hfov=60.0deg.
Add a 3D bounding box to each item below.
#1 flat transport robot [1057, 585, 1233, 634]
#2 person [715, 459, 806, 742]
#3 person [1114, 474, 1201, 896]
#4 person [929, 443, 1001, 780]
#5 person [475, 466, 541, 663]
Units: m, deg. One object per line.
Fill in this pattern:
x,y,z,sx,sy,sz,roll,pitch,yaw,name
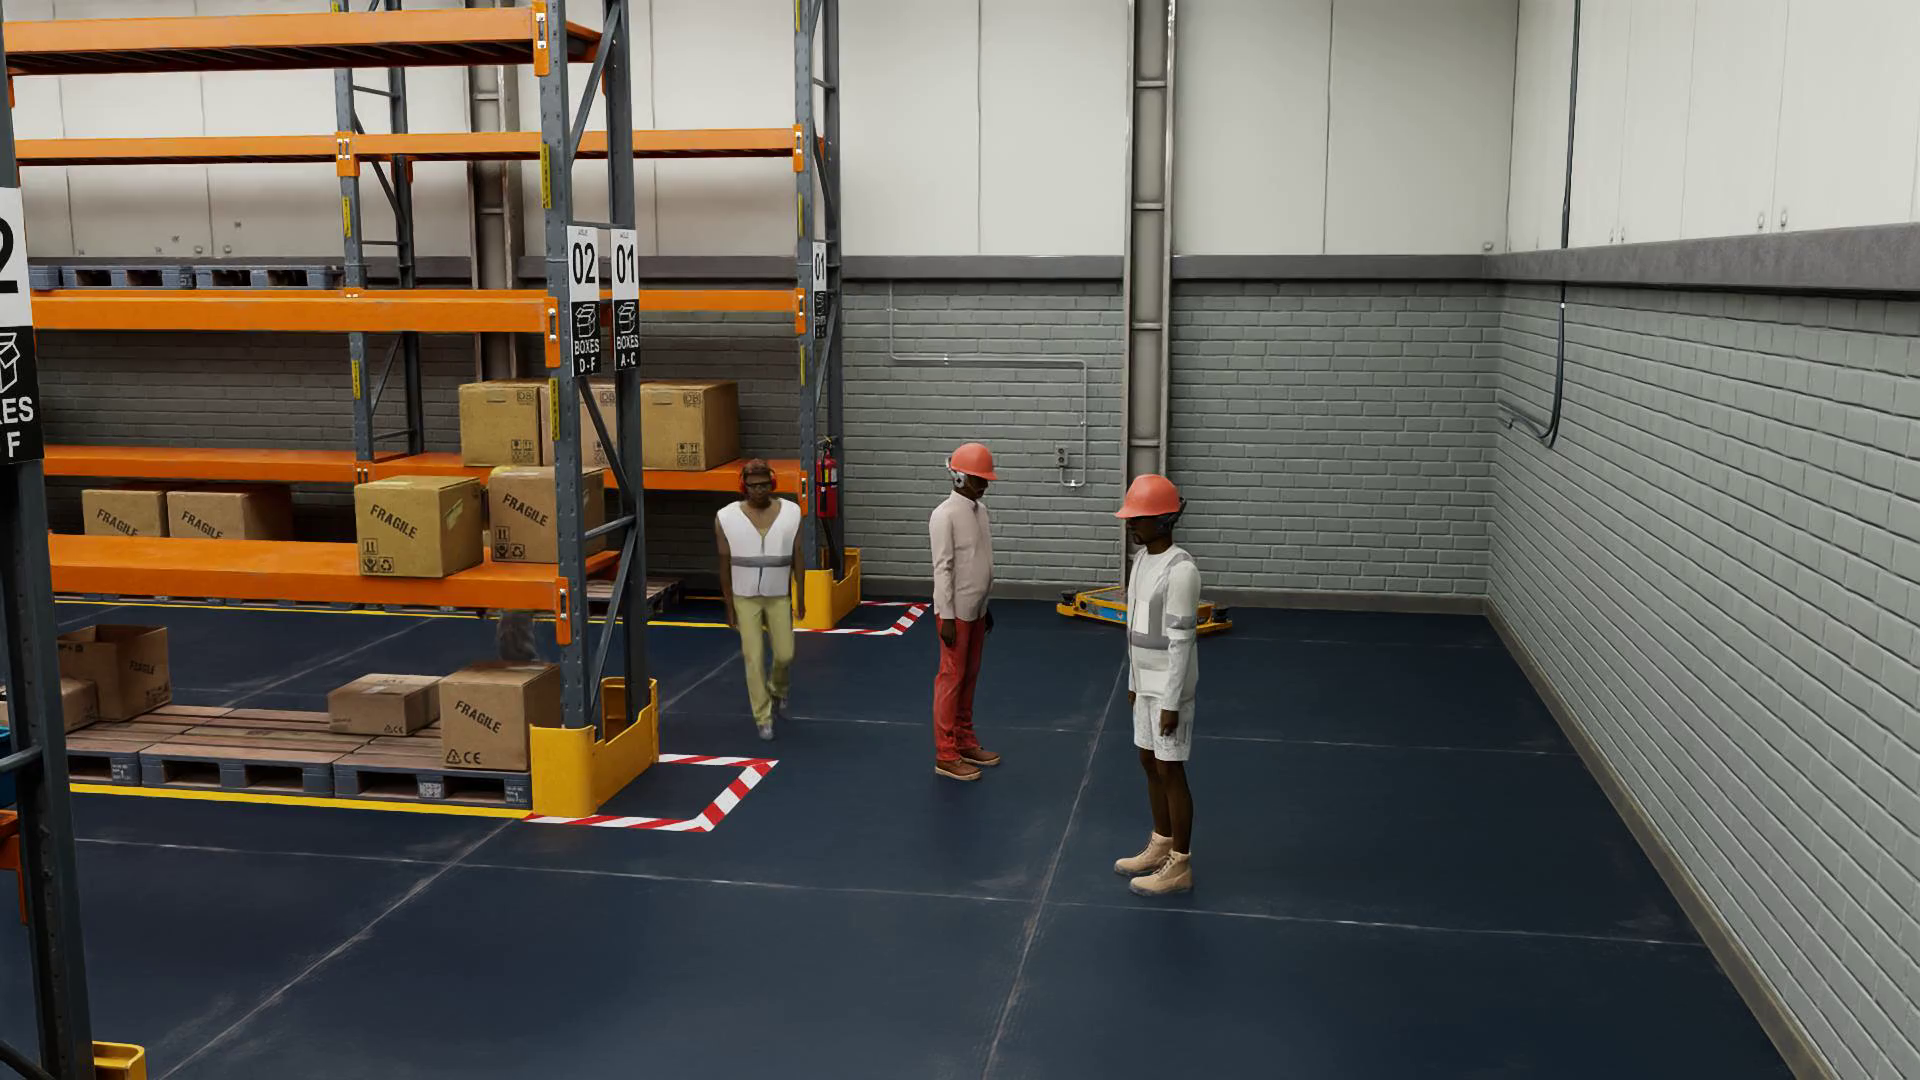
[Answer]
1.551,0.588,14.108,0.652,0.197,1.431,-8,12,-41,flat transport robot
-1.283,0.370,10.692,0.577,1.818,0.512,-3,10,-16,person
0.937,0.694,8.025,0.404,2.036,0.602,-3,10,-17,person
0.035,0.412,9.898,0.388,1.987,0.608,4,10,23,person
-3.018,0.370,10.981,0.694,1.719,0.489,2,9,10,person
